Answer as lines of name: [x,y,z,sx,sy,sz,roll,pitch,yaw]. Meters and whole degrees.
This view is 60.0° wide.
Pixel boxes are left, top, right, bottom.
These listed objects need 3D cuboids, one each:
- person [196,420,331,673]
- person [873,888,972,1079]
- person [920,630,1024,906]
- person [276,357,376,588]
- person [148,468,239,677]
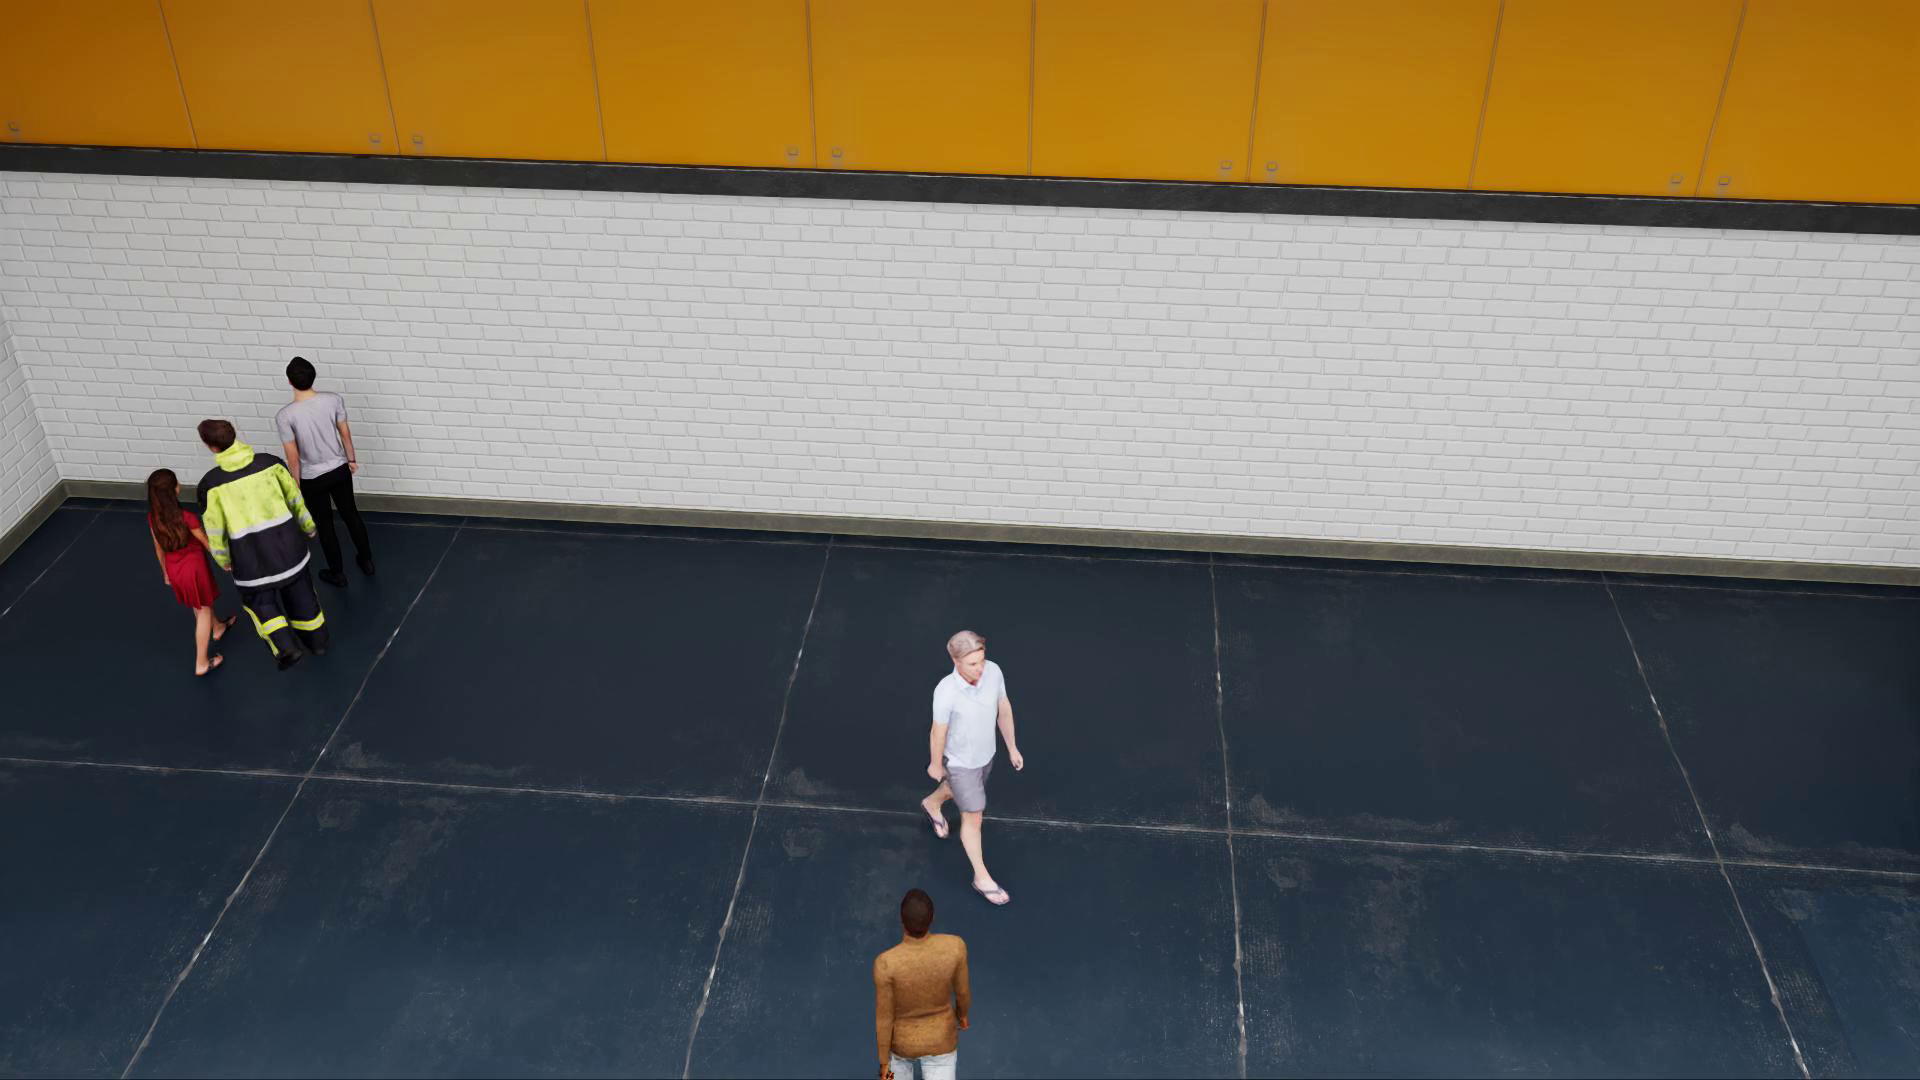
person: [-4.752,0.069,11.361,1.075,1.953,1.129,-18,37,-24]
person: [-0.153,2.451,7.942,0.908,1.769,1.327,-6,34,-9]
person: [-0.012,1.212,9.782,1.172,1.797,1.159,29,43,36]
person: [-4.697,-0.498,12.294,0.720,1.864,0.799,-28,43,-35]
person: [-5.336,0.242,11.485,0.609,1.527,0.918,6,34,9]
